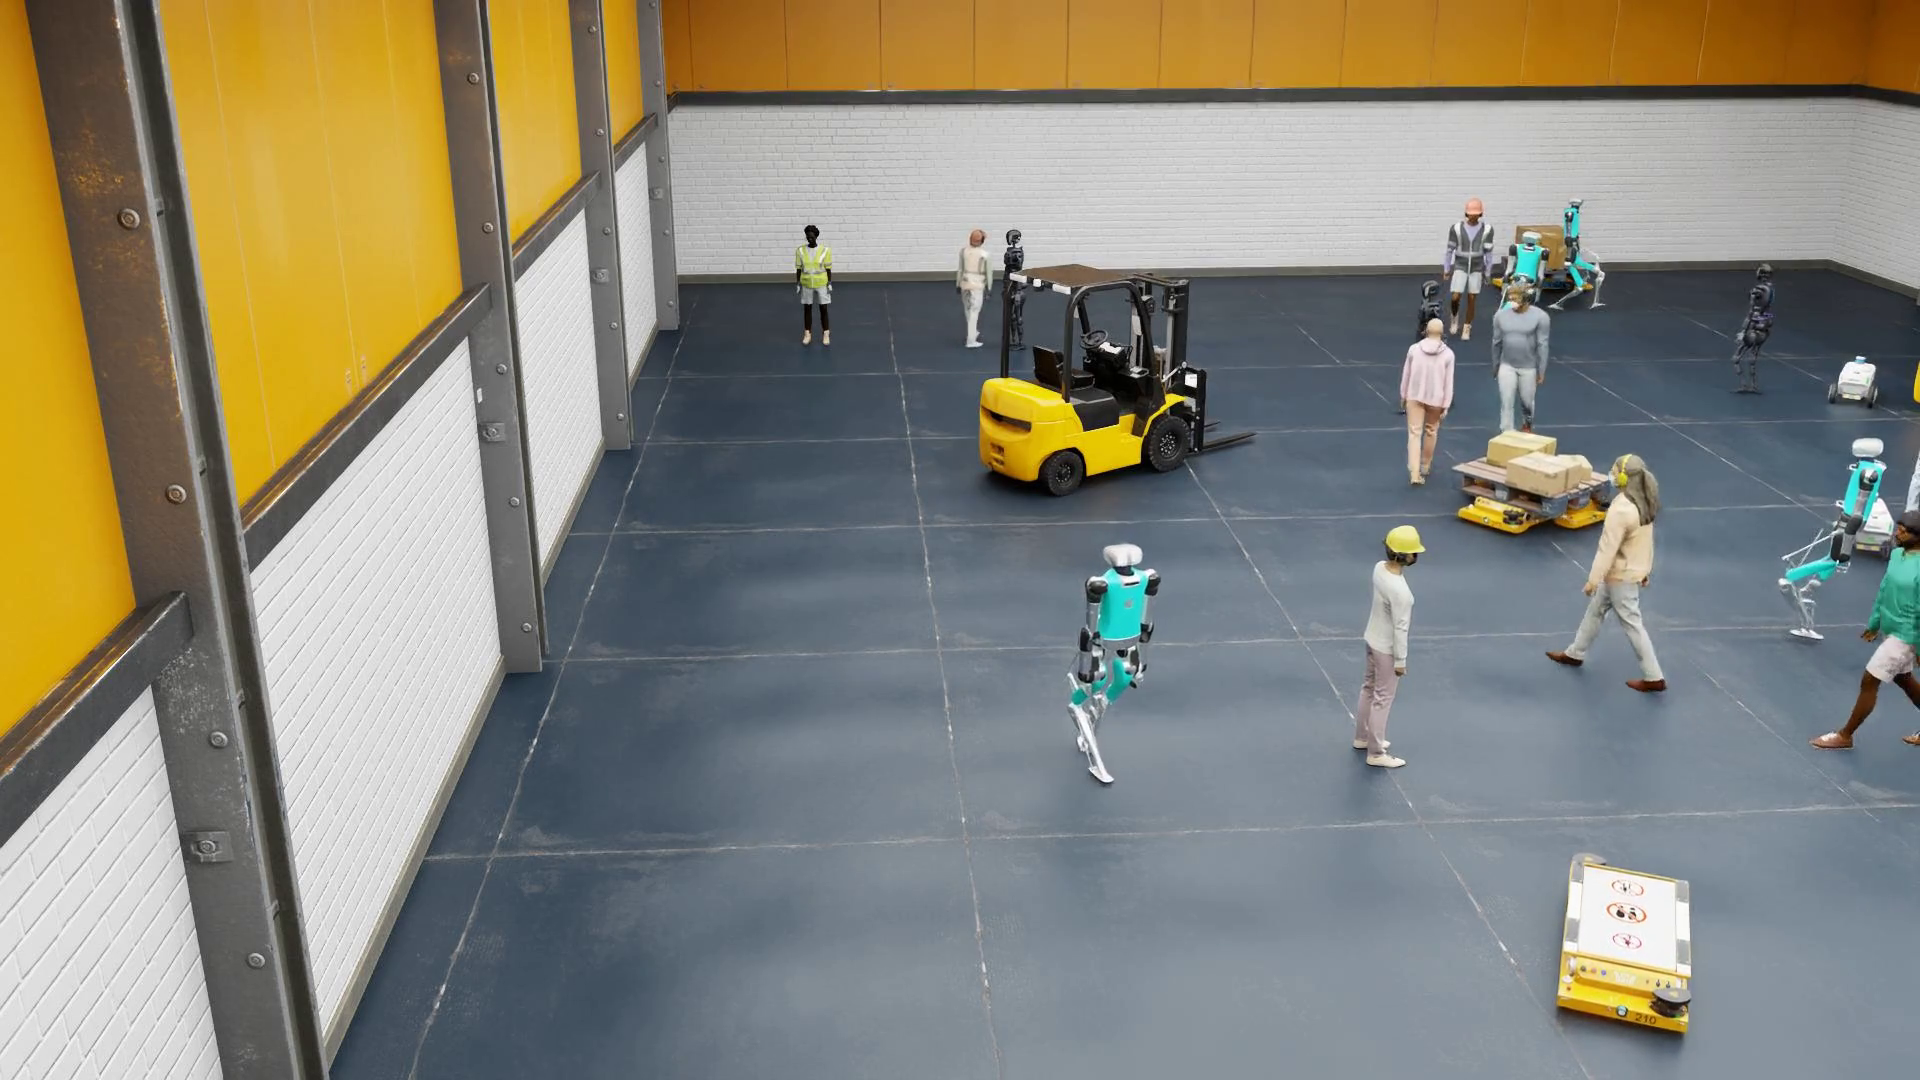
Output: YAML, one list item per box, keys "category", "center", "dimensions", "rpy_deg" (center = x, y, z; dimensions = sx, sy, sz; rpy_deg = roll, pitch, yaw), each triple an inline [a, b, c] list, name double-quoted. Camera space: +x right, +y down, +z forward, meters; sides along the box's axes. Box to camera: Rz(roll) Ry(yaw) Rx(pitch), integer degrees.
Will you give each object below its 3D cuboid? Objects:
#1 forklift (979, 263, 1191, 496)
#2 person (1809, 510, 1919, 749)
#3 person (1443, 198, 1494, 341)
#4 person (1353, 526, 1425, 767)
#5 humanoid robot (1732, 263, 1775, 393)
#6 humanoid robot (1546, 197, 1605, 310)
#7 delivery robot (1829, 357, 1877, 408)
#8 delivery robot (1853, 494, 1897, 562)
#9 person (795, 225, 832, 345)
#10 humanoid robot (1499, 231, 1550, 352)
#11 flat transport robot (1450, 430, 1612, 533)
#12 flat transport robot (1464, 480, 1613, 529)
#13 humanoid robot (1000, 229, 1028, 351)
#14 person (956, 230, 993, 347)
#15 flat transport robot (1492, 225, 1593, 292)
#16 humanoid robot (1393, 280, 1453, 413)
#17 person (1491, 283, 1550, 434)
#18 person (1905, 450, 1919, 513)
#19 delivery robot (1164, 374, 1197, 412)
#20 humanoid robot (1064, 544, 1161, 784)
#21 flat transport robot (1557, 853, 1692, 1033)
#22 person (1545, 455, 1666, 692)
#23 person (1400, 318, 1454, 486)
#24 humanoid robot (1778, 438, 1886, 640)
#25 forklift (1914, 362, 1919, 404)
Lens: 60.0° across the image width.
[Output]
- category: "forklift"
  center: [1.315, -1.764, 17.646]
  dimensions: [2.313, 2.155, 1.214]
  rpy_deg: [-14, 24, -33]
- category: "person"
  center: [6.621, 0.643, 11.653]
  dimensions: [0.957, 1.803, 0.513]
  rpy_deg: [2, 20, 4]
- category: "person"
  center: [7.173, -3.815, 23.480]
  dimensions: [0.642, 2.021, 0.451]
  rpy_deg: [5, 21, 14]
- category: "person"
  center: [2.967, 0.728, 11.481]
  dimensions: [0.330, 1.760, 0.526]
  rpy_deg: [-2, 20, -5]
- category: "humanoid robot"
  center: [9.945, -2.645, 20.789]
  dimensions: [0.591, 1.645, 0.340]
  rpy_deg: [-17, 26, -38]
- category: "humanoid robot"
  center: [9.550, -4.298, 25.263]
  dimensions: [0.997, 1.779, 0.532]
  rpy_deg: [10, 23, 26]
- category: "delivery robot"
  center: [11.081, -1.955, 20.540]
  dimensions: [0.524, 0.596, 0.767]
  rpy_deg: [12, 23, 30]
- category: "delivery robot"
  center: [8.509, -0.139, 15.599]
  dimensions: [0.499, 0.600, 0.801]
  rpy_deg: [7, 21, 19]
- category: "person"
  center: [-2.046, -3.574, 23.302]
  dimensions: [0.535, 1.694, 0.320]
  rpy_deg: [2, 20, 5]
- category: "humanoid robot"
  center: [7.450, -3.185, 22.195]
  dimensions: [0.567, 1.781, 0.862]
  rpy_deg: [11, 23, 27]
- category: "flat transport robot"
  center: [5.692, -0.374, 16.647]
  dimensions: [1.431, 0.231, 0.659]
  rpy_deg: [-15, 25, -36]
- category: "flat transport robot"
  center: [5.822, -0.446, 16.842]
  dimensions: [0.659, 0.231, 1.431]
  rpy_deg: [-13, 24, -31]
- category: "humanoid robot"
  center: [0.753, -3.464, 23.001]
  dimensions: [0.315, 1.657, 0.599]
  rpy_deg: [-7, 21, -17]
- category: "person"
  center: [0.228, -3.539, 23.343]
  dimensions: [0.537, 1.593, 0.703]
  rpy_deg: [11, 23, 27]
- category: "flat transport robot"
  center: [9.503, -4.220, 27.124]
  dimensions: [1.431, 0.231, 0.659]
  rpy_deg: [-2, 20, -5]
- category: "humanoid robot"
  center: [5.654, -2.319, 19.983]
  dimensions: [0.802, 1.624, 0.614]
  rpy_deg: [-3, 20, -7]
- category: "person"
  center: [6.239, -1.943, 18.552]
  dimensions: [0.649, 1.908, 0.820]
  rpy_deg: [12, 23, 29]
- category: "person"
  center: [8.228, -0.215, 13.880]
  dimensions: [0.608, 1.928, 0.449]
  rpy_deg: [12, 23, 29]
- category: "delivery robot"
  center: [2.551, -1.789, 20.080]
  dimensions: [0.793, 0.590, 0.499]
  rpy_deg: [-6, 21, -15]
- category: "humanoid robot"
  center: [0.936, 0.836, 11.360]
  dimensions: [0.545, 1.873, 0.827]
  rpy_deg: [-9, 22, -23]
- category: "flat transport robot"
  center: [3.788, 2.261, 9.468]
  dimensions: [0.659, 0.231, 1.431]
  rpy_deg: [8, 22, 20]
- category: "person"
  center: [5.070, 0.240, 12.722]
  dimensions: [0.985, 1.826, 0.566]
  rpy_deg: [17, 26, 39]
- category: "person"
  center: [4.887, -1.452, 17.459]
  dimensions: [0.524, 1.747, 0.872]
  rpy_deg: [4, 21, 11]
- category: "humanoid robot"
  center: [6.941, 0.068, 13.448]
  dimensions: [0.728, 1.880, 0.543]
  rpy_deg: [10, 22, 25]
- category: "forklift"
  center: [12.602, -2.435, 19.475]
  dimensions: [2.313, 2.155, 1.214]
  rpy_deg: [-1, 20, -4]
